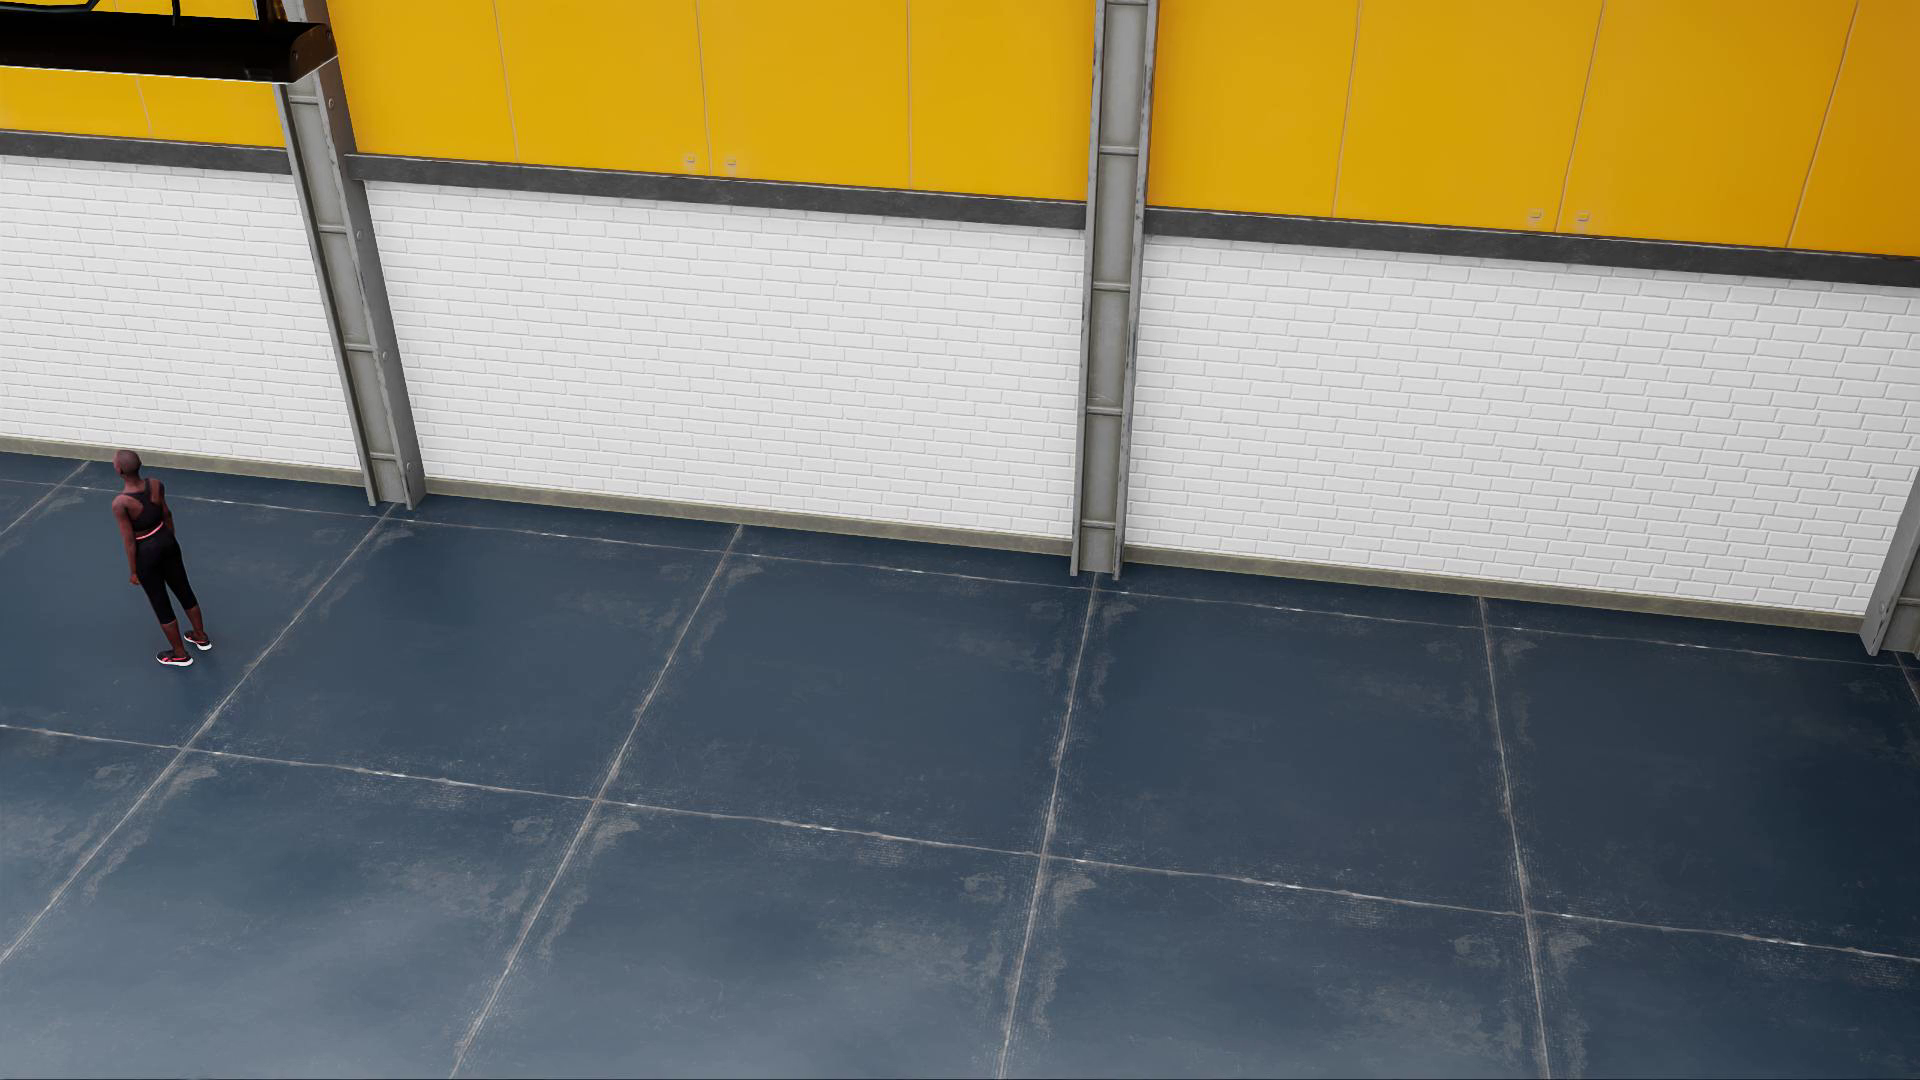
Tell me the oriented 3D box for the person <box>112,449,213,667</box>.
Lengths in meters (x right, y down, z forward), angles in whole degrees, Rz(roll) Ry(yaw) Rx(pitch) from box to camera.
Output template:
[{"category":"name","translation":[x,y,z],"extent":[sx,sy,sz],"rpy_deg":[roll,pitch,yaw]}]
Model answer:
[{"category":"person","translation":[-5.769,0.114,11.941],"extent":[0.604,1.758,0.640],"rpy_deg":[14,36,20]}]
